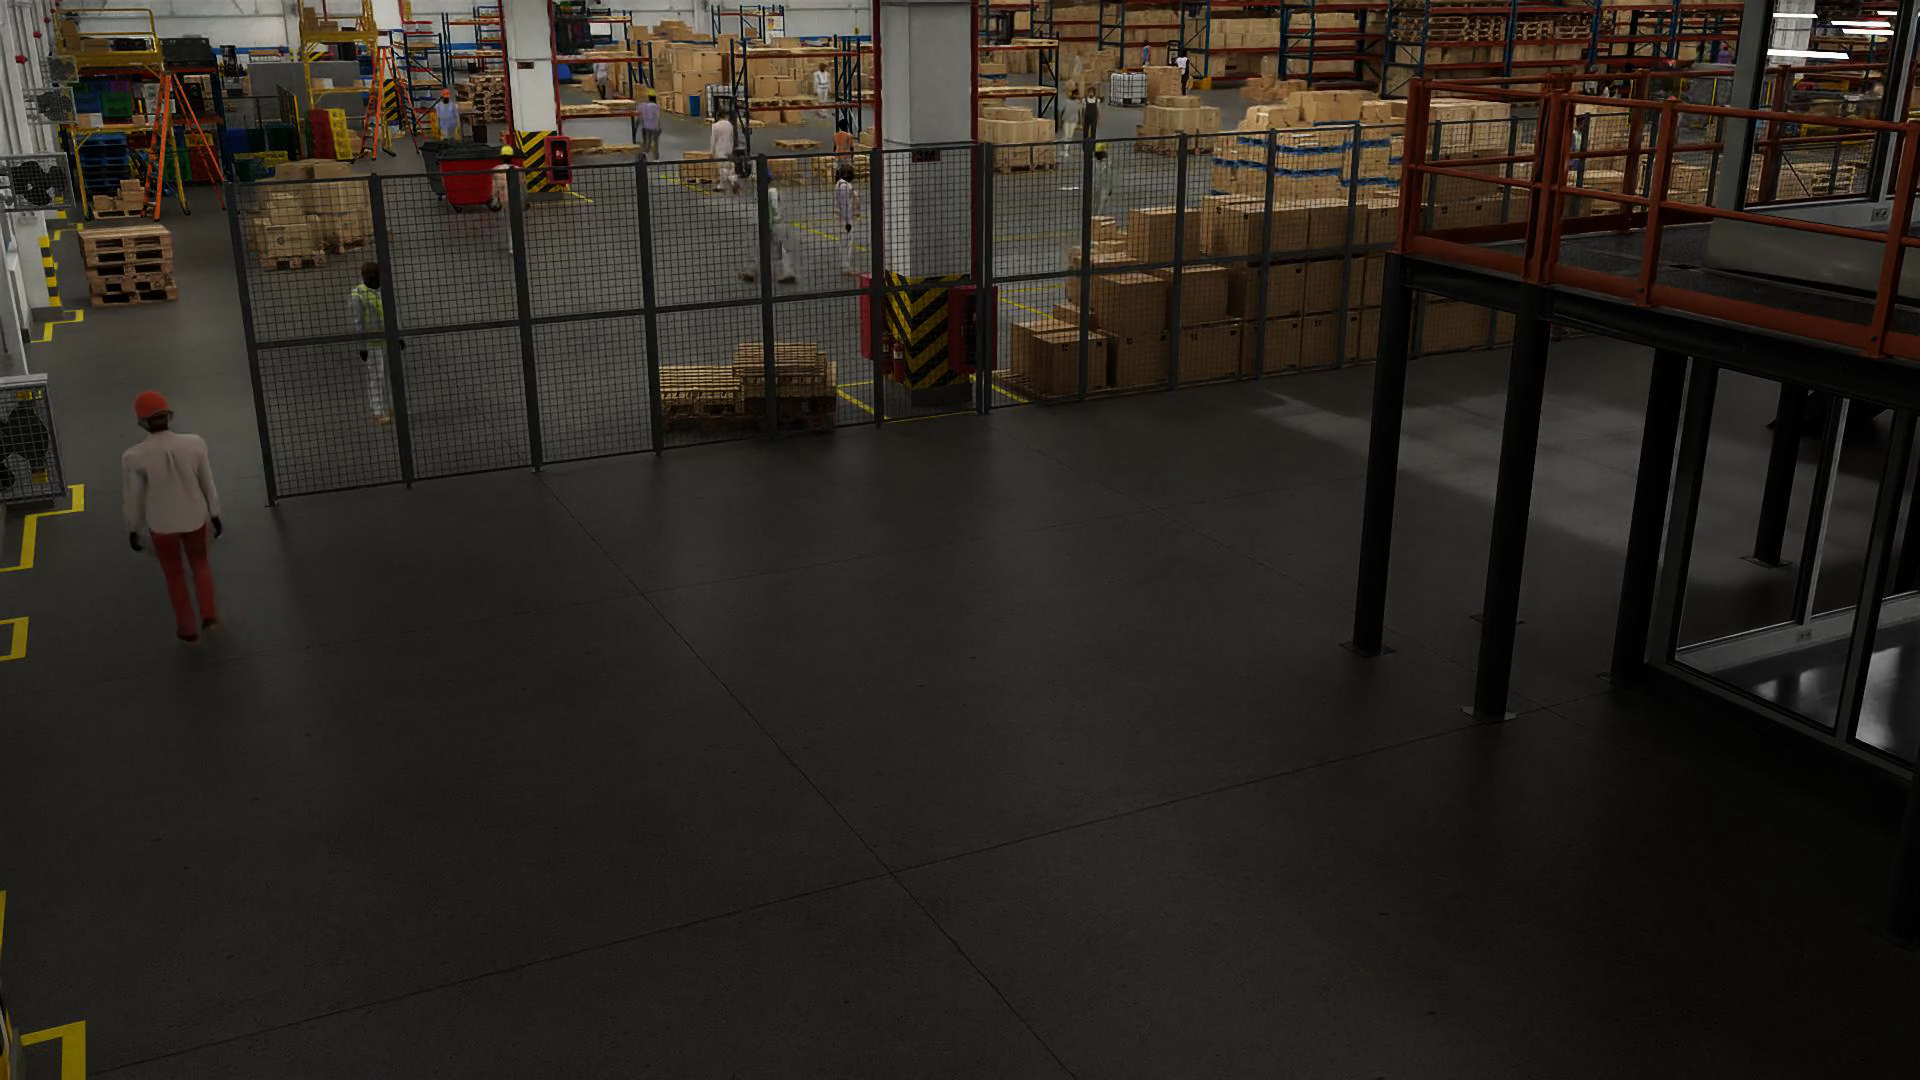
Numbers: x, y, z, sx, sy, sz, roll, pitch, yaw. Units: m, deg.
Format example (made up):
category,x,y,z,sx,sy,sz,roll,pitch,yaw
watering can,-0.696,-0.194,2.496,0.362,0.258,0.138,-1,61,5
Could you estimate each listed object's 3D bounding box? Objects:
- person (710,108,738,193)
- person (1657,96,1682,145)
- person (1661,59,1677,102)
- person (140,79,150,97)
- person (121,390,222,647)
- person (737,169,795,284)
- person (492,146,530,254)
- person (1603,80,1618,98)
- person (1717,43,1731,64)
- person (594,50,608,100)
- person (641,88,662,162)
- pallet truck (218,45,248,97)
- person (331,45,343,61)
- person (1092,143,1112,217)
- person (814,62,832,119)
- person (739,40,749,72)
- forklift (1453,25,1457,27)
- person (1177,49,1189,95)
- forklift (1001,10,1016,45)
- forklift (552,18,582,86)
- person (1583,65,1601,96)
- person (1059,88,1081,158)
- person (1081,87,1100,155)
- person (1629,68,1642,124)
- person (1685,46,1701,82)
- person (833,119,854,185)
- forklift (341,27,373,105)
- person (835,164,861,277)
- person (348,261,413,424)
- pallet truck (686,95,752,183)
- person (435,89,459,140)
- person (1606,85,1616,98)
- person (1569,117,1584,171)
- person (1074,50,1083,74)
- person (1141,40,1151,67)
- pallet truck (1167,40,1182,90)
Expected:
category,x,y,z,sx,sy,sz,roll,pitch,yaw
person,-5.342,-8.810,37.673,0.810,1.916,0.642,12,22,30
person,17.502,-10.016,41.209,0.562,1.884,0.990,1,19,3
person,23.994,-15.300,56.419,0.880,1.961,0.626,-14,23,-35
person,-25.111,-13.430,51.490,0.525,1.632,0.321,9,21,24
person,-5.906,-0.152,12.459,0.652,1.981,0.468,-16,25,-39
person,-3.121,-5.079,26.893,1.021,1.889,0.629,6,20,17
person,-8.072,-6.136,29.970,0.606,1.868,1.004,-1,19,-3
person,18.806,-12.502,48.297,0.365,1.961,0.634,-3,19,-9
person,31.958,-19.851,69.697,0.919,1.911,0.539,-10,22,-27
person,-13.694,-17.721,63.483,0.555,1.918,0.407,-9,21,-24
person,-8.065,-10.801,43.430,0.604,1.914,0.497,9,21,23
pallet truck,-28.879,-18.665,66.111,0.823,1.965,1.885,-3,19,-9
person,-28.318,-22.038,75.997,0.623,1.923,0.431,2,19,7
person,2.720,-6.877,32.371,0.492,1.717,0.802,5,20,15
person,-4.618,-15.196,56.258,0.580,1.870,0.495,-10,22,-28
person,-9.256,-20.379,71.172,0.627,1.937,0.372,-6,20,-17
forklift,18.712,-18.241,63.548,1.873,2.768,1.129,-9,21,-25
person,8.569,-17.908,64.053,0.377,1.912,0.609,-17,25,-40
forklift,2.440,-25.310,84.039,1.873,2.768,1.129,-9,21,-25
forklift,-17.188,-21.113,71.874,1.873,2.768,1.129,-12,22,-31
person,19.768,-13.844,52.070,0.537,2.000,0.679,1,19,4
person,2.992,-11.216,44.774,0.561,1.831,0.706,-5,20,-13
person,3.558,-11.413,45.328,0.504,1.839,0.344,-1,19,-3
person,22.169,-14.537,54.488,0.305,1.772,0.525,14,24,35
person,32.187,-20.740,72.643,0.864,1.643,0.541,17,25,41
person,-2.620,-8.611,37.435,0.533,1.690,0.321,8,21,22
forklift,-22.275,-17.346,60.954,1.873,2.768,1.129,-9,21,-25
person,-1.862,-5.317,27.650,0.429,1.842,0.634,-2,19,-6
person,-6.534,-2.231,18.735,0.429,1.827,0.654,10,21,26
pallet truck,-5.836,-9.608,39.856,0.823,1.965,1.885,10,22,27
person,-13.354,-10.782,43.378,0.554,1.924,0.681,-7,20,-19
person,17.738,-11.488,45.489,0.512,1.877,0.328,-9,21,-25
person,13.174,-8.126,35.679,0.399,1.920,0.589,15,24,37
person,4.945,-19.741,69.831,0.520,1.596,0.854,-16,25,-39
person,8.264,-21.298,73.984,0.429,1.837,0.634,8,21,23
pallet truck,9.045,-19.971,69.895,0.823,1.965,1.885,-3,19,-8
